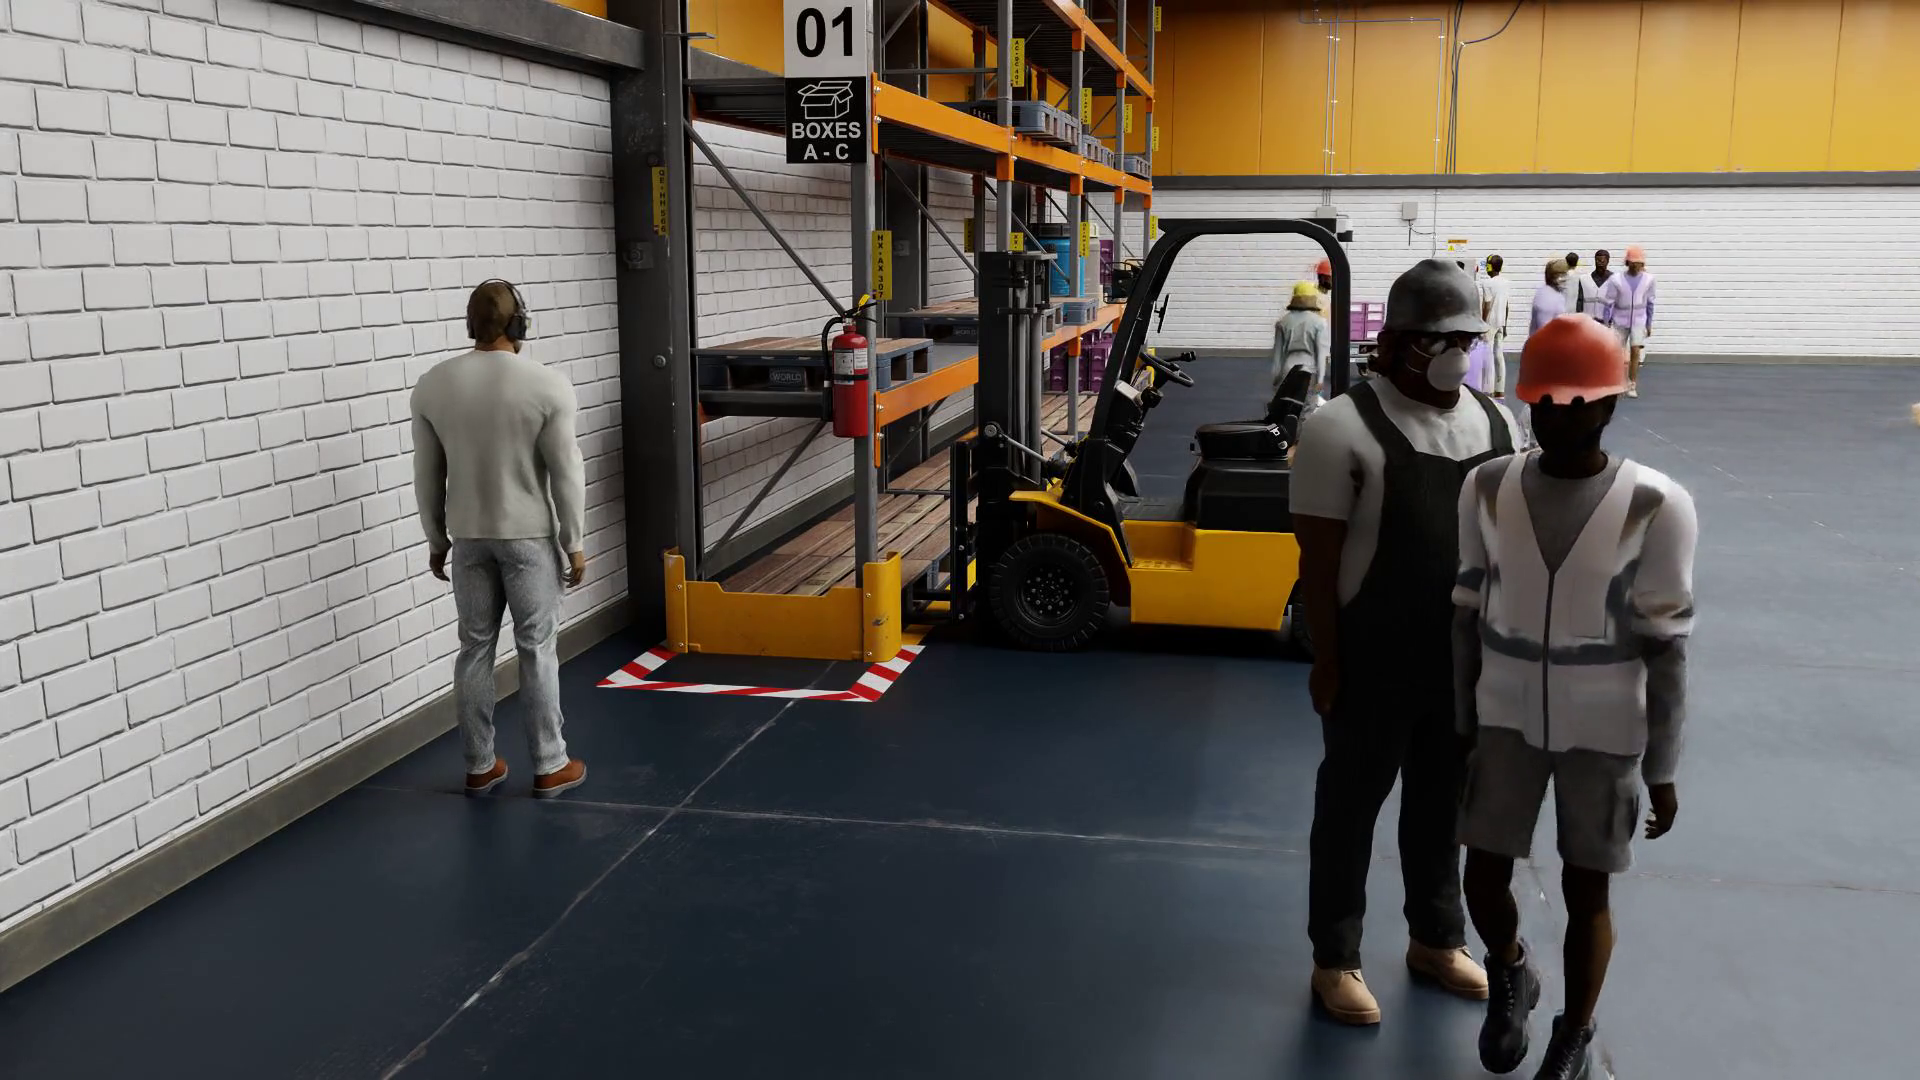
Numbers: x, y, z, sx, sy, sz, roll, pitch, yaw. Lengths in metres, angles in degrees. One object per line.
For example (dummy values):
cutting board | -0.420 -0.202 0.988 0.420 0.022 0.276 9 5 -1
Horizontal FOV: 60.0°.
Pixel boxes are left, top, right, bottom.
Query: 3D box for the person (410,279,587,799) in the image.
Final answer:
person | -1.697 0.006 6.196 0.635 1.936 0.353 1 10 7

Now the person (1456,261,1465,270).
person | 8.014 -3.642 26.848 0.318 1.700 0.535 -6 12 -28

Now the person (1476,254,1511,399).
person | 6.860 -2.735 21.427 0.532 1.864 0.312 -7 13 -34

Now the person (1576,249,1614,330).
person | 8.652 -2.966 22.541 0.589 1.920 0.398 6 12 31

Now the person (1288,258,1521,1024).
person | 1.248 0.271 4.459 0.679 2.000 0.537 -4 11 -21

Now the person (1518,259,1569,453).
person | 5.434 -1.682 15.596 0.473 1.898 0.767 5 11 23

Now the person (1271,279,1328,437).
person | 3.038 -1.483 14.958 0.501 1.713 0.776 5 12 26

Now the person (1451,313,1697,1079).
person | 1.390 0.438 3.867 0.562 1.921 0.442 7 12 33

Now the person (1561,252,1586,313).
person | 9.545 -3.578 26.086 0.559 1.850 0.522 2 11 11

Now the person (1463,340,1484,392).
person | 2.685 -0.490 9.241 0.569 1.826 0.719 -5 12 -26

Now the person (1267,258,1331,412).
person | 3.635 -2.027 17.525 0.830 1.890 0.556 9 14 41

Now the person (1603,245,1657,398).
person | 8.790 -2.882 21.909 0.628 2.001 0.898 3 11 14

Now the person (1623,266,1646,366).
person | 10.925 -3.619 26.904 0.500 1.633 0.280 0 10 2

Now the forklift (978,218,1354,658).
forklift | 1.285 -0.567 8.635 2.313 2.155 1.214 2 11 11

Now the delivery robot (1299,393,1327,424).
delivery robot | 3.545 -1.245 16.591 0.477 0.478 0.707 1 10 5

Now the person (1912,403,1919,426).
person | 10.583 -1.998 17.528 0.632 1.819 0.716 -9 14 -41
